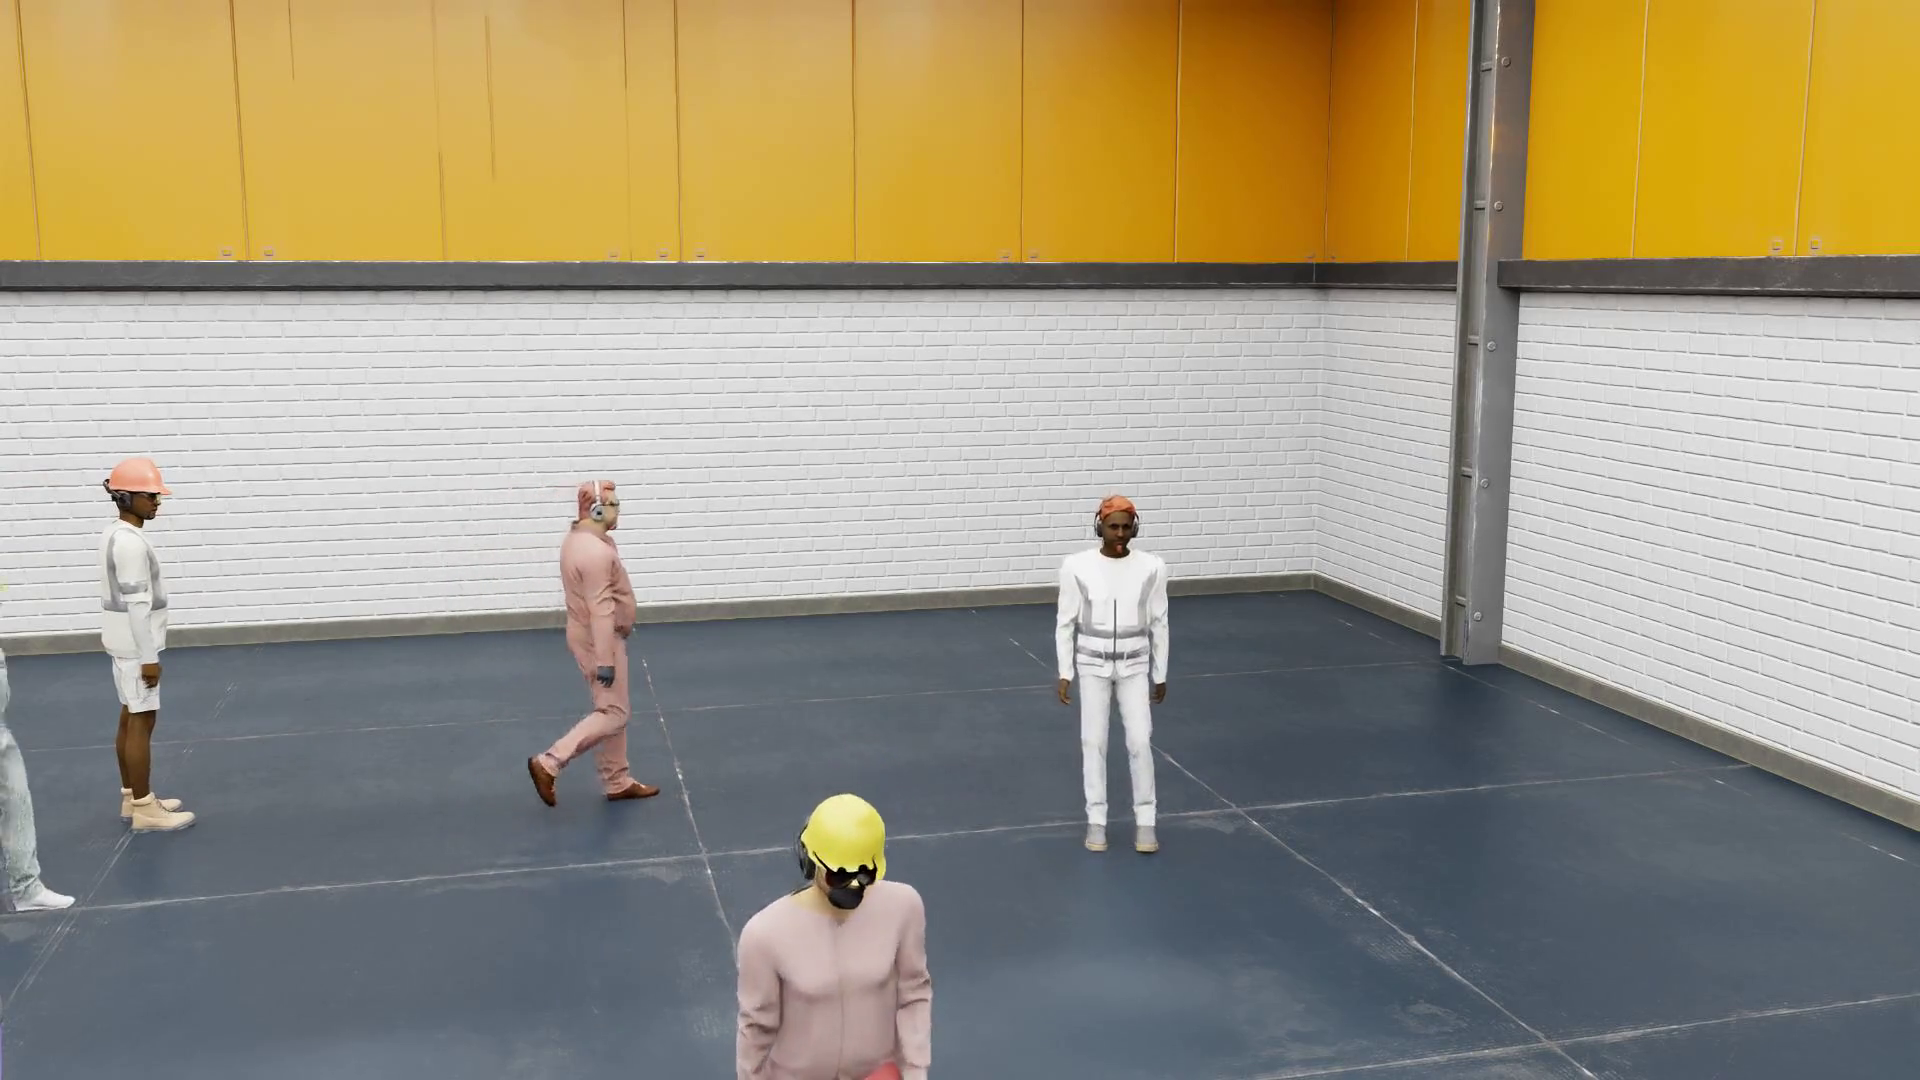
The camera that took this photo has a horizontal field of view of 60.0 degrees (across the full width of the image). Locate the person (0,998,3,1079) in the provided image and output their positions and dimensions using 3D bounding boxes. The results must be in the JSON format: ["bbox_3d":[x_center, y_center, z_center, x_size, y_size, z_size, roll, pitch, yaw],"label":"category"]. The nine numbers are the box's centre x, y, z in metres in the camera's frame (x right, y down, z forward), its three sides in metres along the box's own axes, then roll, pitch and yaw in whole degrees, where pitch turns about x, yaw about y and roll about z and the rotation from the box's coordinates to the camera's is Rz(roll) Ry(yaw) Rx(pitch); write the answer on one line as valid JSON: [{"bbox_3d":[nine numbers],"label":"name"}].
[{"bbox_3d":[-2.559,1.460,4.103,0.564,1.850,0.390,4,10,26],"label":"person"}]

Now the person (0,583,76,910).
[{"bbox_3d":[-4.636,0.934,7.759,0.724,1.719,0.490,-1,9,-8],"label":"person"}]

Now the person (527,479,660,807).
[{"bbox_3d":[-2.080,0.595,9.374,0.682,1.887,0.658,-4,10,-22],"label":"person"}]

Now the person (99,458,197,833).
[{"bbox_3d":[-4.463,0.567,9.085,0.394,2.040,0.608,-6,11,-32],"label":"person"}]

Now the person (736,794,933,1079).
[{"bbox_3d":[-0.324,1.478,4.458,0.539,1.688,0.884,-3,10,-17],"label":"person"}]

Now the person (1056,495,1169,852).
[{"bbox_3d":[0.804,0.703,8.754,0.598,1.880,0.422,0,9,2],"label":"person"}]
